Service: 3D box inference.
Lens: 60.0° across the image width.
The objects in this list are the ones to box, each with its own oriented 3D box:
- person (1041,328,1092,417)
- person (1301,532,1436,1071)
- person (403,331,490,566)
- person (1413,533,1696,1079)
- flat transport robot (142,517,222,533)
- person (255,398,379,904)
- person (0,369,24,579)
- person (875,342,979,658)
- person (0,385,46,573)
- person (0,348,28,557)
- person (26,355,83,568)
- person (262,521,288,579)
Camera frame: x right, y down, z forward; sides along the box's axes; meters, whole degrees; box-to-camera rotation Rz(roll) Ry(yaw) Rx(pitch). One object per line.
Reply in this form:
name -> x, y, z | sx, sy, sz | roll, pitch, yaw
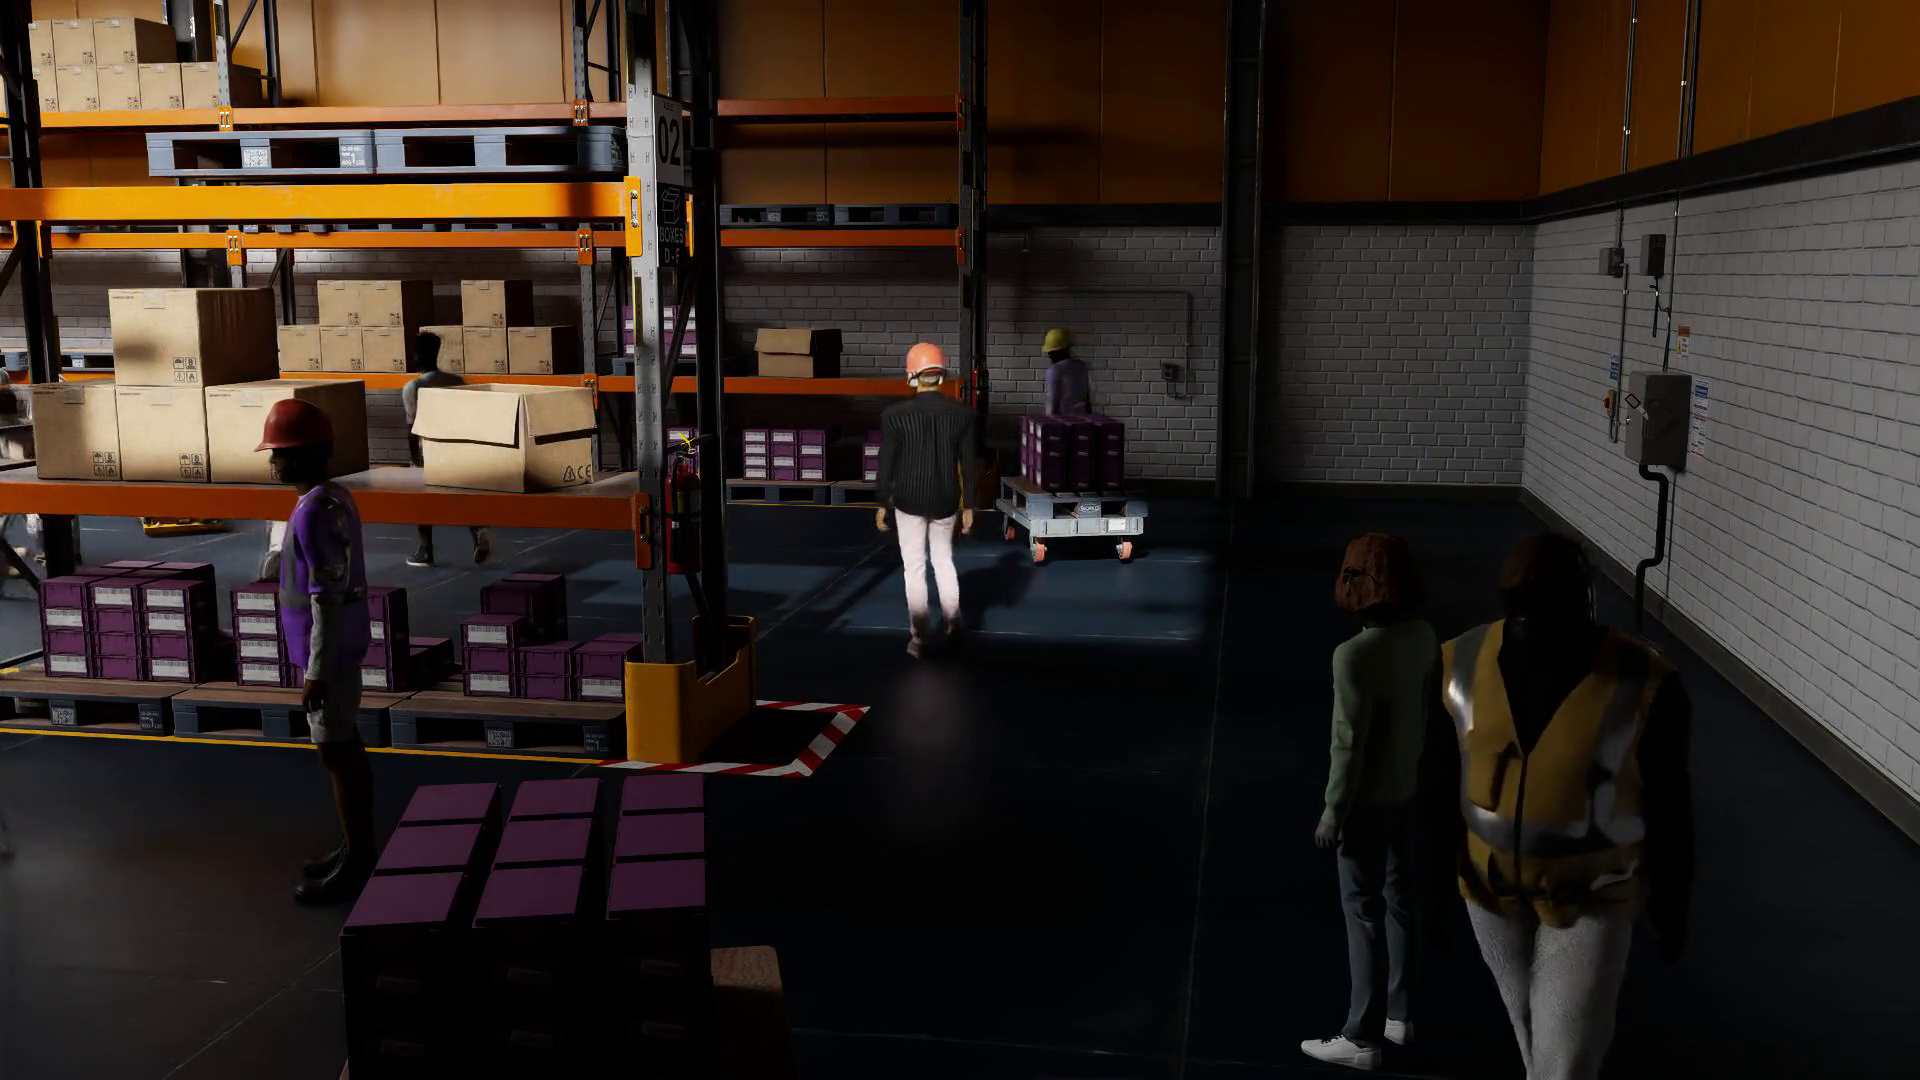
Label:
person -> 1.032, -1.077, 15.870 | 0.372, 1.888, 0.702 | 8, 12, 39
person -> 1.254, 0.788, 5.059 | 0.282, 1.633, 0.500 | 8, 12, 42
person -> -4.198, -0.723, 13.474 | 0.773, 1.945, 0.619 | 7, 11, 36
person -> 1.395, 0.873, 4.045 | 0.633, 1.784, 0.988 | 7, 12, 39
flat transport robot -> -7.413, -0.265, 15.806 | 0.652, 0.197, 1.431 | -5, 10, -26
person -> -2.458, 0.424, 6.381 | 0.374, 1.933, 0.550 | -2, 9, -13
person -> -7.562, -0.679, 12.881 | 0.366, 2.047, 0.607 | 3, 10, 19
person -> -0.214, -0.235, 10.351 | 0.616, 1.979, 0.438 | -3, 10, -17
person -> -6.919, -0.347, 12.228 | 0.870, 1.595, 0.534 | 2, 9, 12
person -> -8.199, -0.769, 14.071 | 0.630, 1.842, 0.429 | 8, 12, 42
person -> -7.432, -0.716, 13.614 | 0.352, 1.884, 0.579 | -7, 12, -38
person -> -4.476, -0.234, 11.479 | 0.843, 1.592, 0.546 | -1, 9, -9
